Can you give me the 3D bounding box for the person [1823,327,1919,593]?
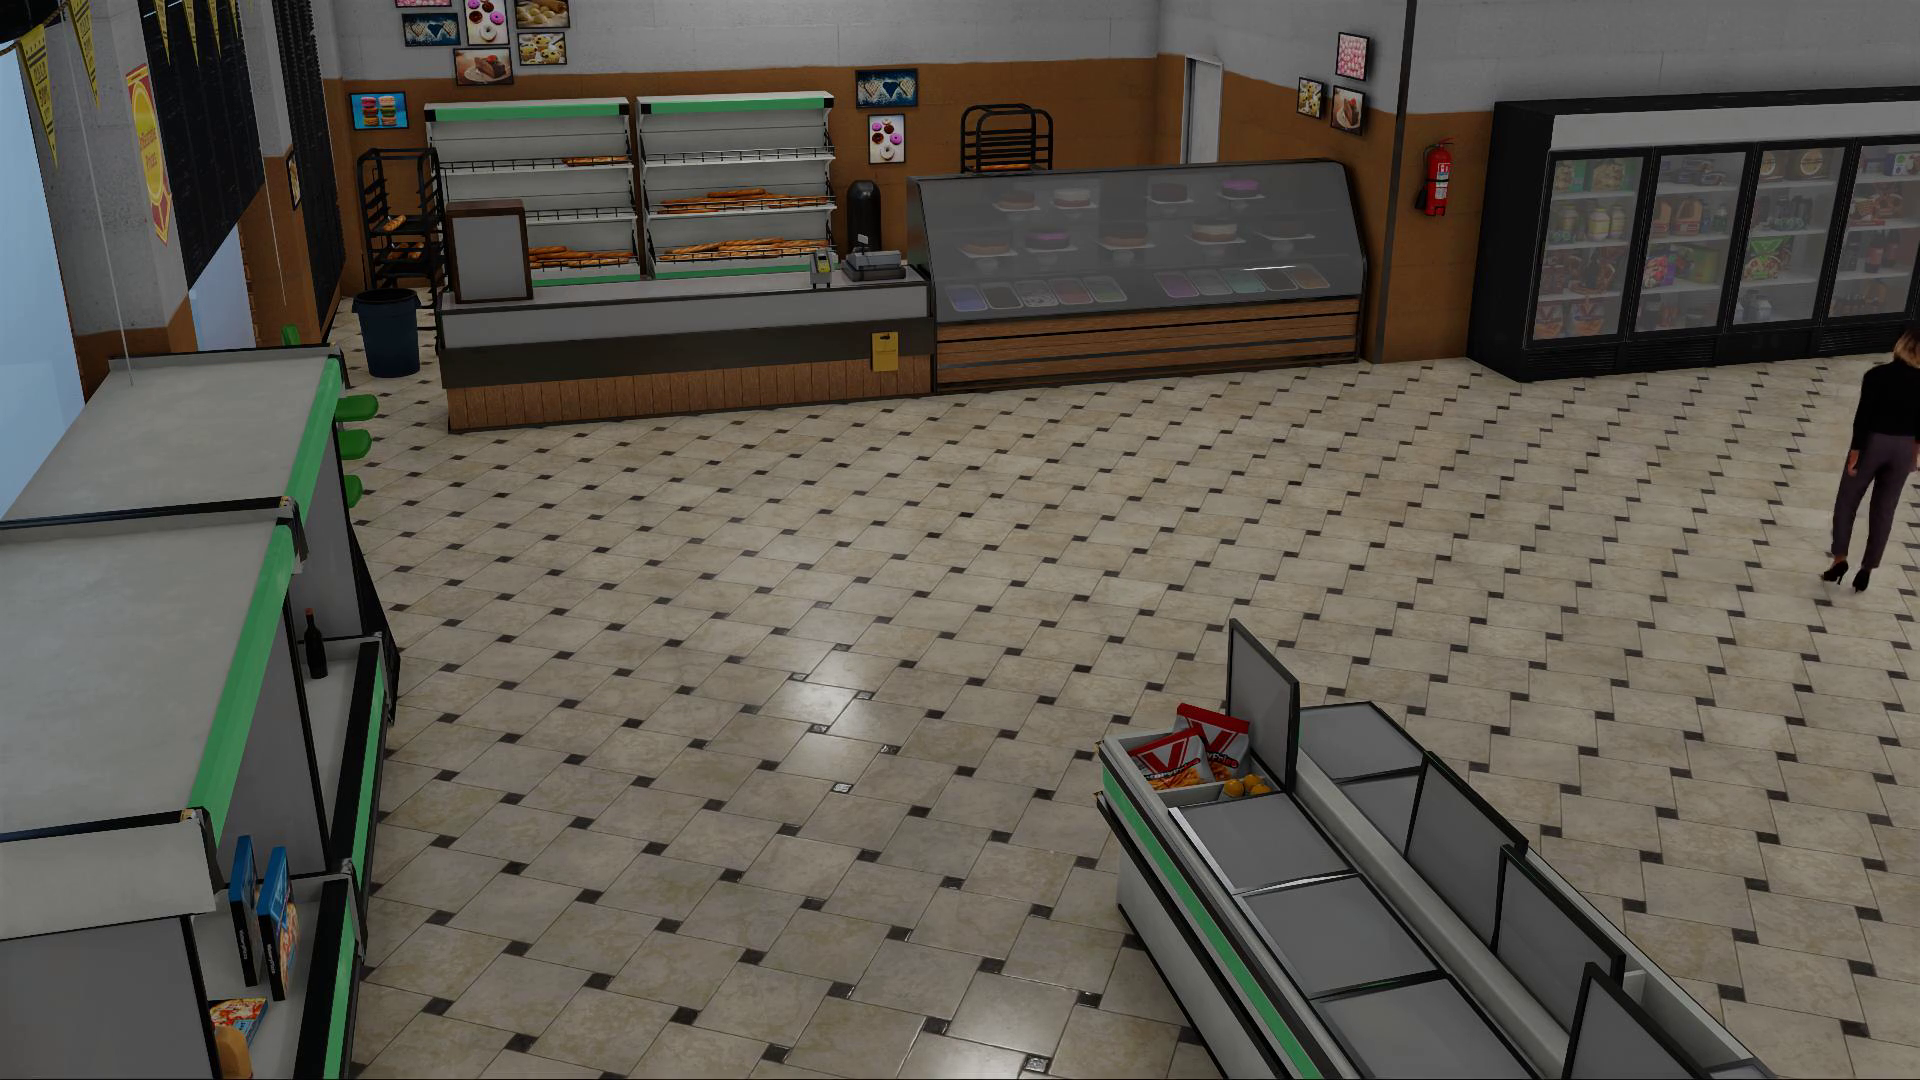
[{"bbox_3d":[5.593,-0.455,10.096,0.735,1.642,0.771,0,22,1],"label":"person"}]
